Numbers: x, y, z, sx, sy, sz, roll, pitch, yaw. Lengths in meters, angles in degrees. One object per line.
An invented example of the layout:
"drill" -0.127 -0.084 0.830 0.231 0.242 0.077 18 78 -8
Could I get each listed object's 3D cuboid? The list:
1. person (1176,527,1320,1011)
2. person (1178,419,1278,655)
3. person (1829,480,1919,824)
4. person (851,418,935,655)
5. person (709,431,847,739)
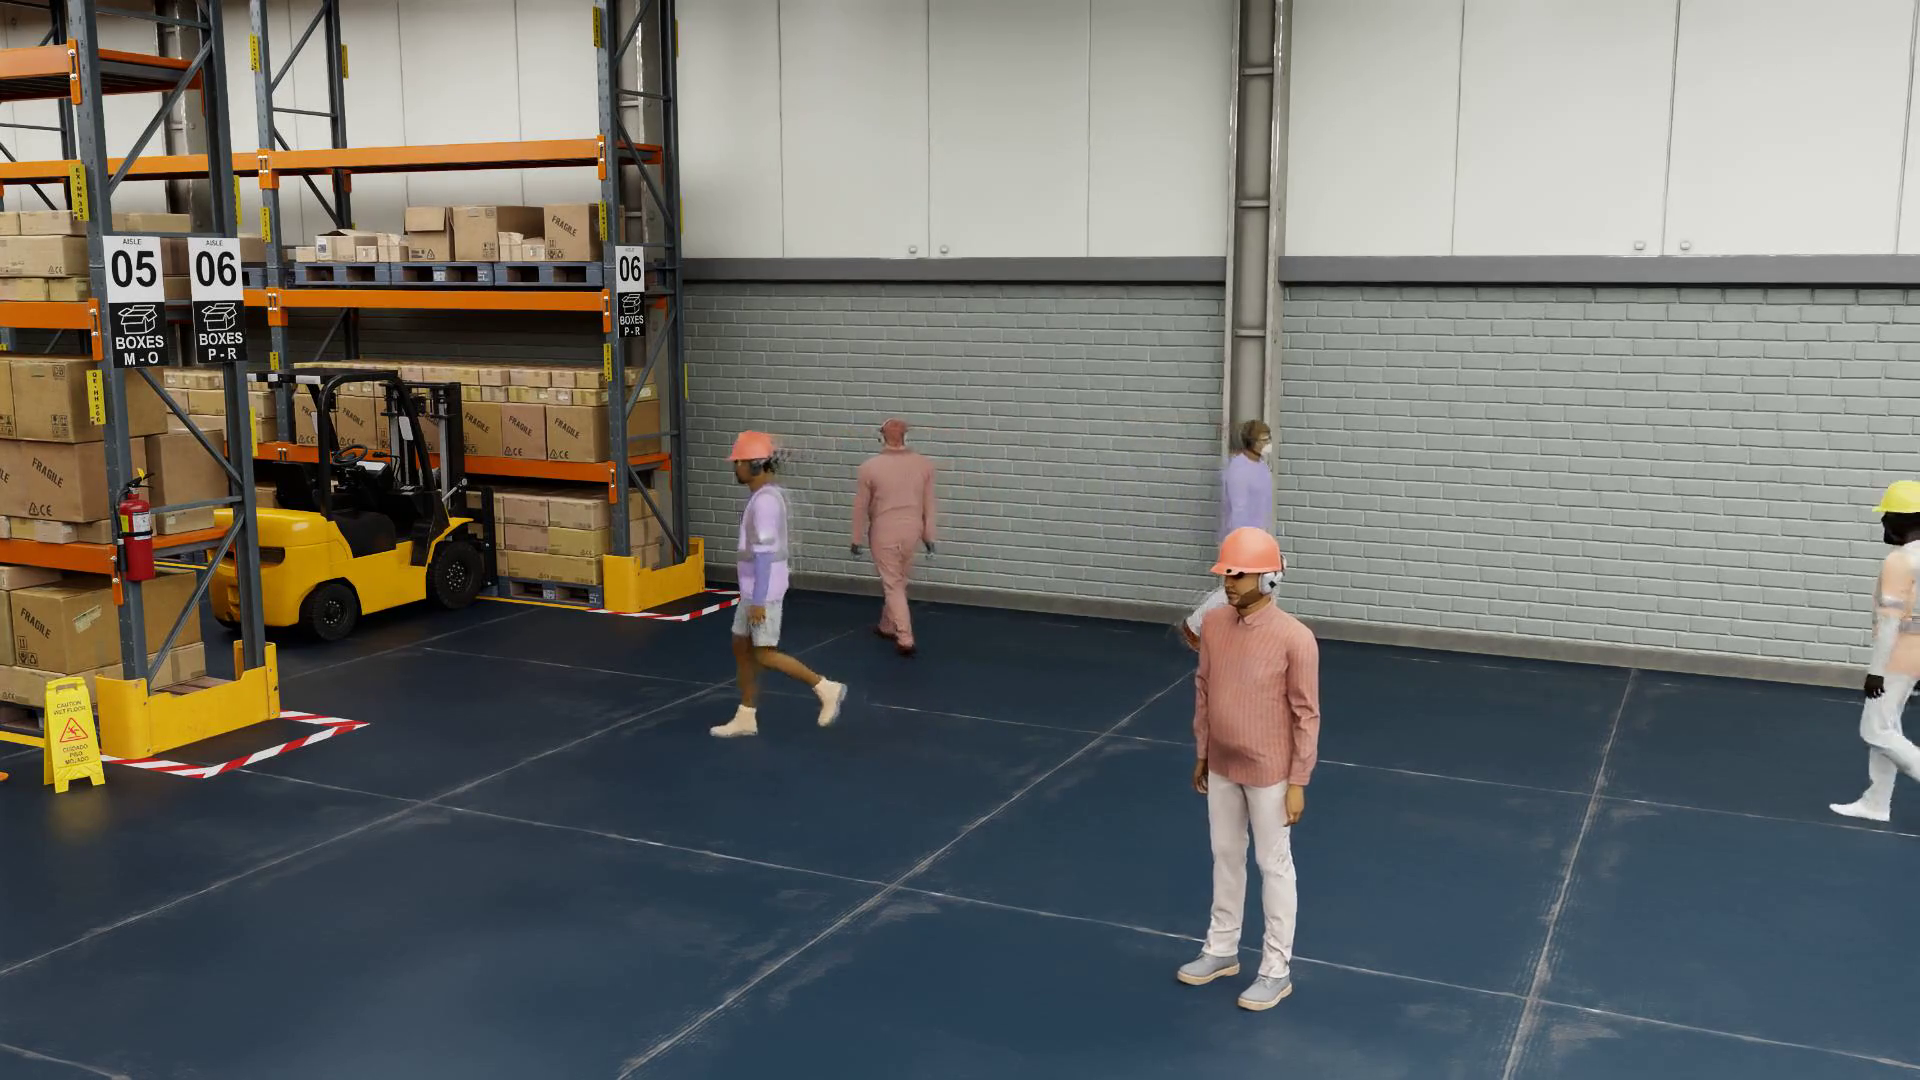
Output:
"person" 1.187 0.930 6.860 0.395 1.994 0.612 -7 12 -38
"person" 2.153 0.011 12.786 0.890 1.910 0.638 5 11 30
"person" 5.103 0.637 8.920 0.614 1.910 0.625 -9 13 -43
"person" -0.532 -0.041 13.251 0.661 1.862 0.984 -5 10 -27
"person" -1.194 0.297 10.693 0.796 2.013 0.614 -2 10 -15
